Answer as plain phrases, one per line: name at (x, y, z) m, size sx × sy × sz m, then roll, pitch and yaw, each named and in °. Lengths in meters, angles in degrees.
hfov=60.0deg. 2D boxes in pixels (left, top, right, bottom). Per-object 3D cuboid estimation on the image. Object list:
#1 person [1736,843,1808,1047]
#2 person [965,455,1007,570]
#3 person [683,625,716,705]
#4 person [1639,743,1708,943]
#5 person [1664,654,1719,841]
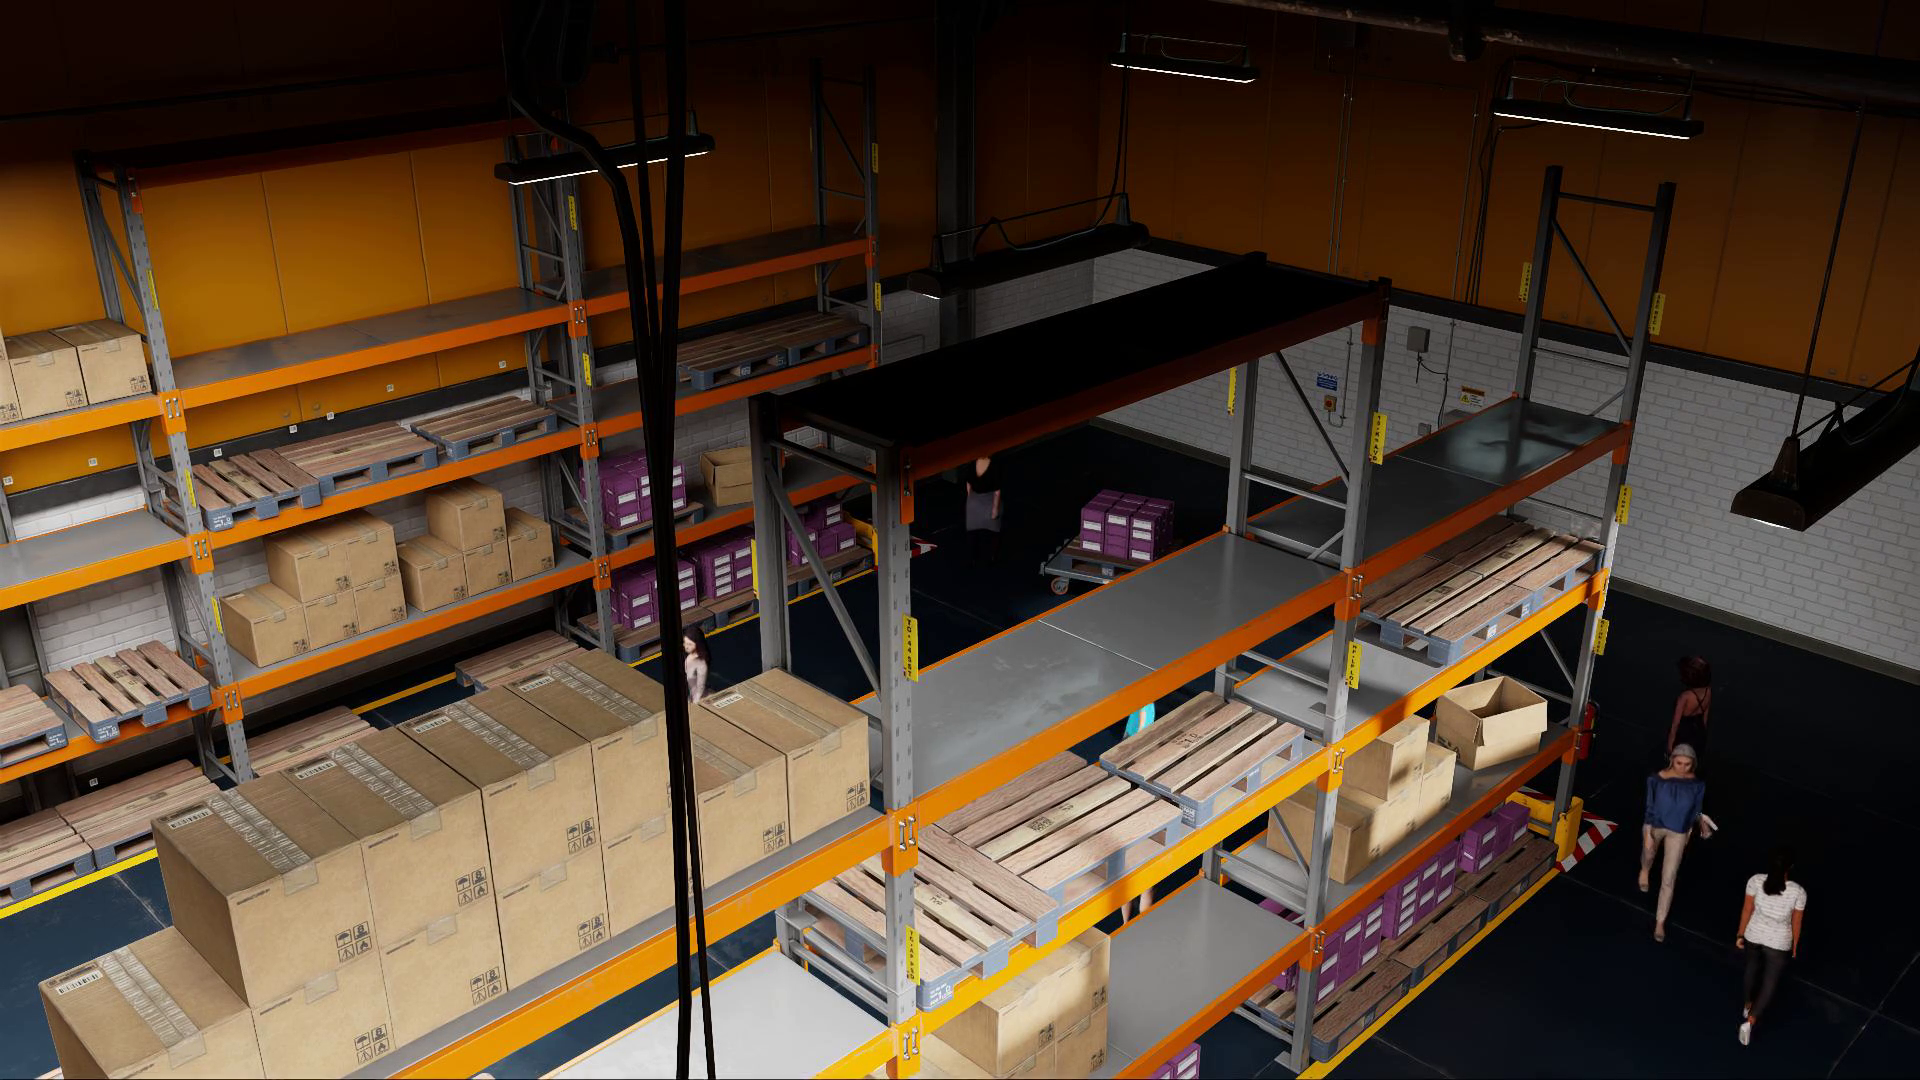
person at (6.017, 3.029, 12.418) m, size 0.630 × 1.623 × 1.007 m, roll 17°, pitch 29°, yaw 34°
person at (0.356, -0.465, 20.271) m, size 0.773 × 1.735 × 0.813 m, roll 10°, pitch 26°, yaw 22°
person at (-2.350, 1.556, 15.707) m, size 1.068 × 1.687 × 0.853 m, roll -8°, pitch 25°, yaw -18°
person at (5.850, 2.388, 13.843) m, size 0.926 × 1.655 × 1.254 m, roll 9°, pitch 25°, yaw 19°
person at (6.557, 1.883, 14.880) m, size 1.065 × 1.749 × 0.905 m, roll -9°, pitch 25°, yaw -20°
